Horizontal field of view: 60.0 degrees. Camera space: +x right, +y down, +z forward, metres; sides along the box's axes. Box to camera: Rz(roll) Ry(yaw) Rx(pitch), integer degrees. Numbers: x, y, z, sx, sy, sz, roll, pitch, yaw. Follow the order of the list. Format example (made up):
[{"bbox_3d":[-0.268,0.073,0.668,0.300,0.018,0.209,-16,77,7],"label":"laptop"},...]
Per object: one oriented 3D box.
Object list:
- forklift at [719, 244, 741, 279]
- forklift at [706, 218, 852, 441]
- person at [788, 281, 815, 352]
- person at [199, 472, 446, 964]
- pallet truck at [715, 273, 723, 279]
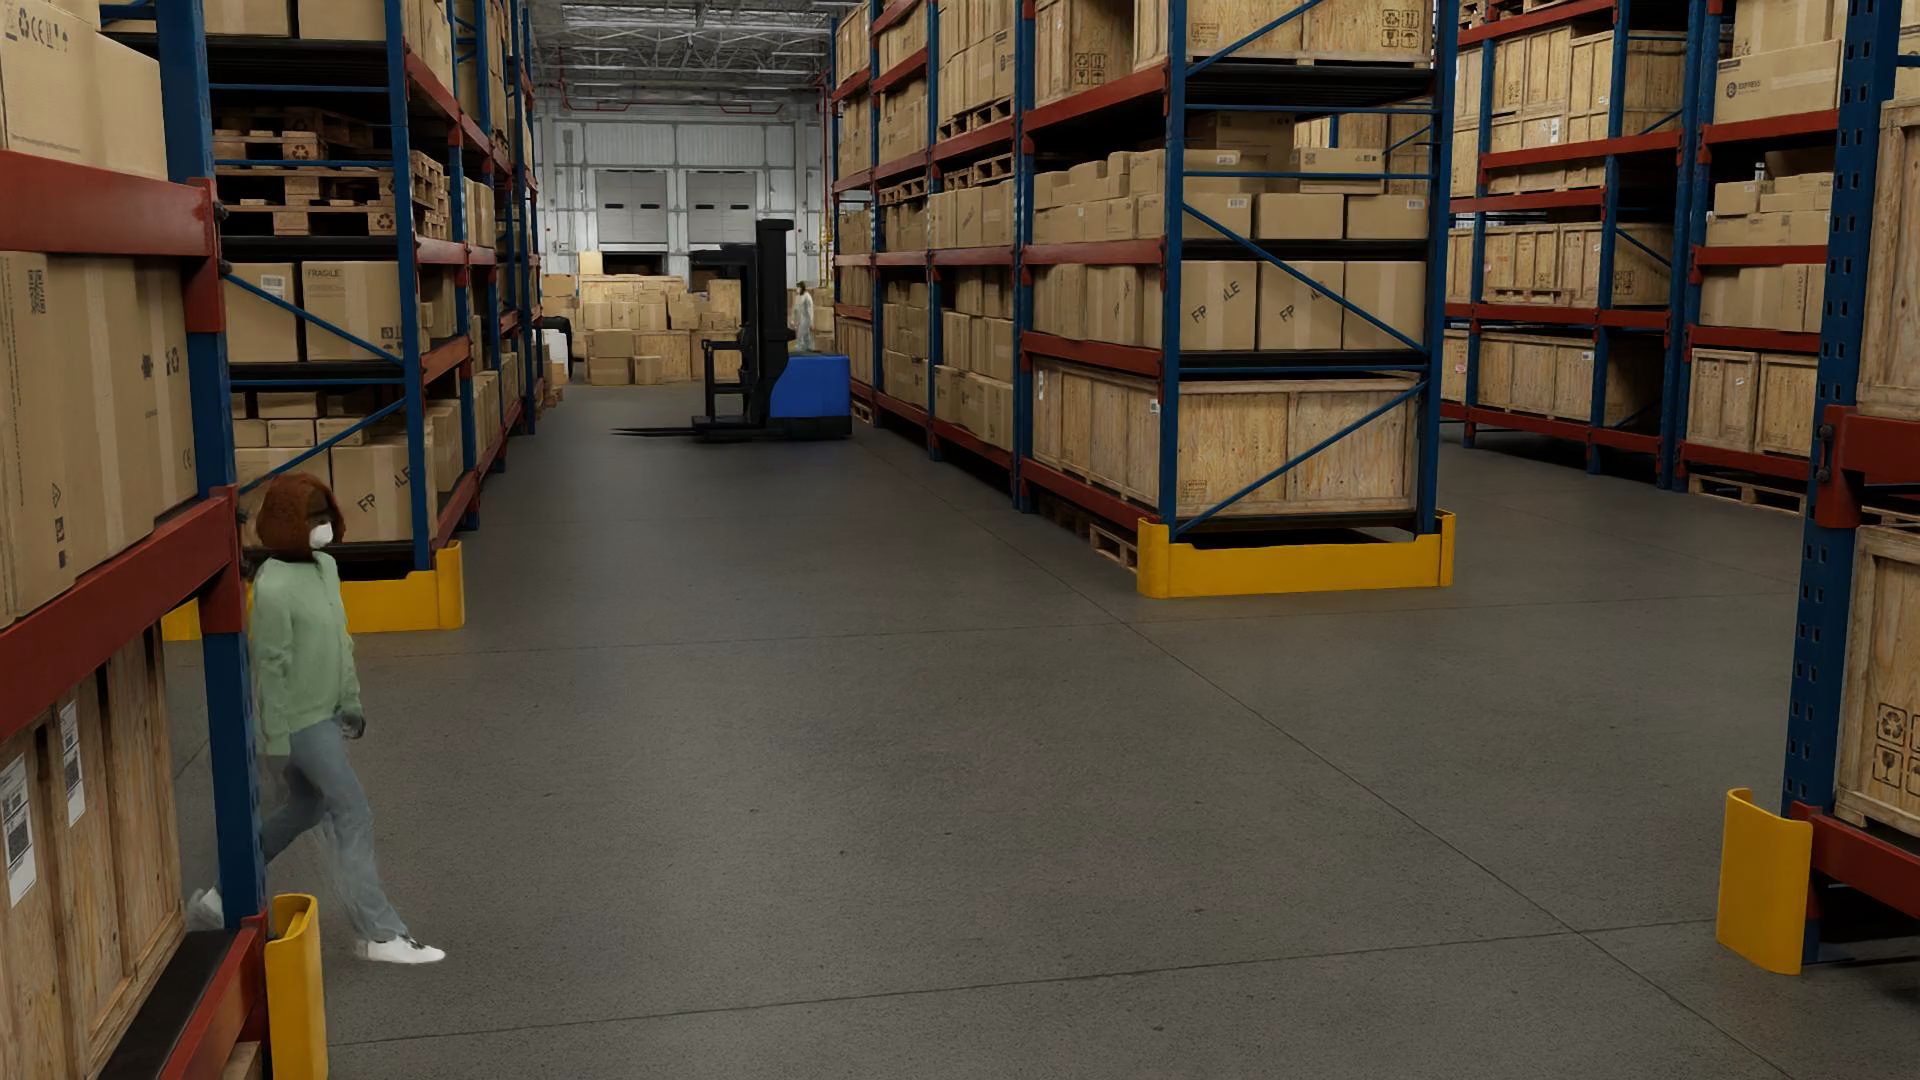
[{"bbox_3d":[-6.091,-6.487,44.366,1.873,2.768,1.129,-3,10,-20],"label":"forklift"},{"bbox_3d":[-2.396,-2.729,21.460,1.873,2.768,1.129,-2,10,-12],"label":"forklift"},{"bbox_3d":[-3.651,-4.908,37.756,0.995,1.888,0.648,-5,11,-28],"label":"person"},{"bbox_3d":[-2.096,0.566,5.305,0.817,1.593,0.510,0,9,-1],"label":"person"},{"bbox_3d":[-8.580,-8.986,62.280,1.885,1.965,0.823,1,9,5],"label":"pallet truck"}]
